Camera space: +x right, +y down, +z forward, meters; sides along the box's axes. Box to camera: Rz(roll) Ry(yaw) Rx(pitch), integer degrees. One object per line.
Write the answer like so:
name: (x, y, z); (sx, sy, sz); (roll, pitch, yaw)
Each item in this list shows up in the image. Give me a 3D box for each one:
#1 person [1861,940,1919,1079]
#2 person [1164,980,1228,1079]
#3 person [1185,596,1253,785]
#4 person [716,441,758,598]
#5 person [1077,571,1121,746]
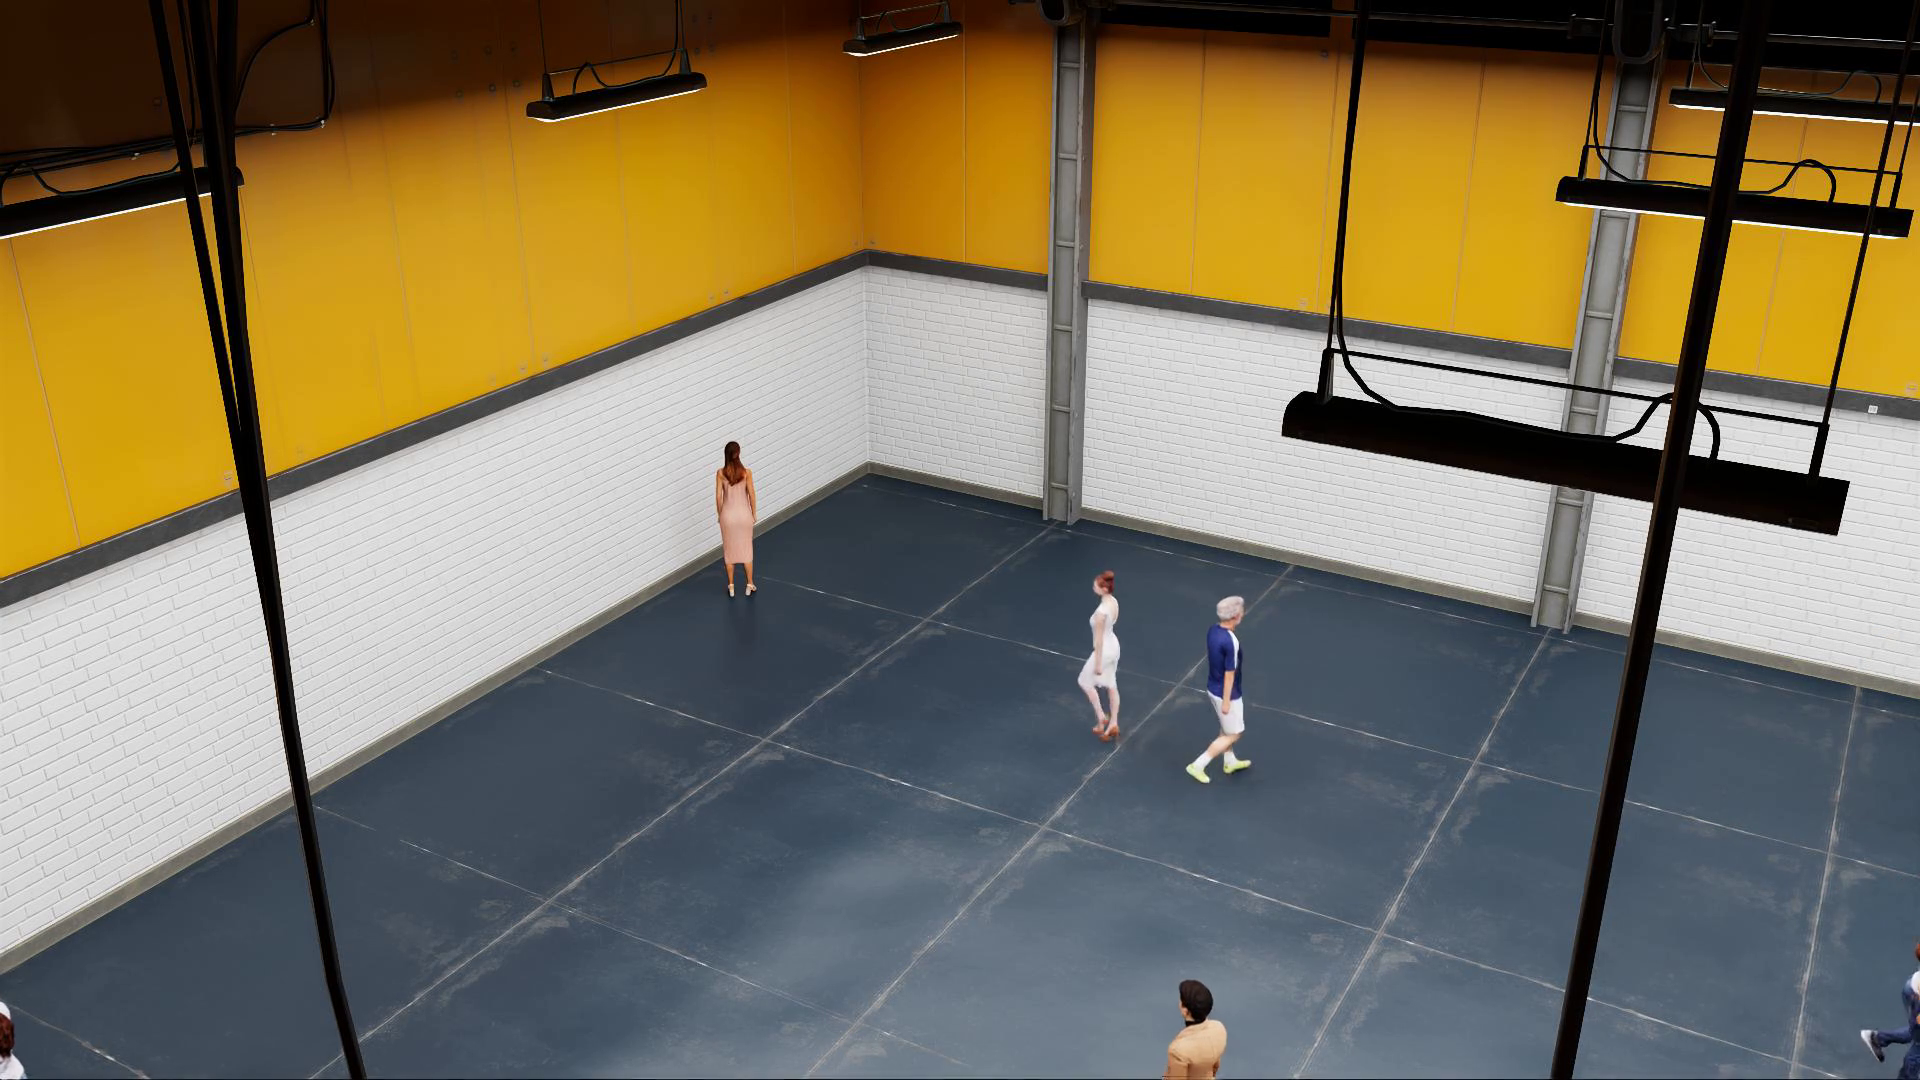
person: (6.528, 3.088, 11.327); (0.678, 1.545, 0.849); (-20, 31, -38)
person: (1.483, 3.506, 10.197); (0.966, 1.684, 1.219); (-17, 29, -33)
person: (2.398, 1.360, 14.942); (1.100, 1.817, 1.065); (-9, 25, -19)
person: (-2.505, -0.241, 18.587); (0.615, 1.831, 0.732); (0, 24, -1)
person: (1.444, 1.123, 15.528); (0.630, 1.782, 0.592); (12, 27, 26)
